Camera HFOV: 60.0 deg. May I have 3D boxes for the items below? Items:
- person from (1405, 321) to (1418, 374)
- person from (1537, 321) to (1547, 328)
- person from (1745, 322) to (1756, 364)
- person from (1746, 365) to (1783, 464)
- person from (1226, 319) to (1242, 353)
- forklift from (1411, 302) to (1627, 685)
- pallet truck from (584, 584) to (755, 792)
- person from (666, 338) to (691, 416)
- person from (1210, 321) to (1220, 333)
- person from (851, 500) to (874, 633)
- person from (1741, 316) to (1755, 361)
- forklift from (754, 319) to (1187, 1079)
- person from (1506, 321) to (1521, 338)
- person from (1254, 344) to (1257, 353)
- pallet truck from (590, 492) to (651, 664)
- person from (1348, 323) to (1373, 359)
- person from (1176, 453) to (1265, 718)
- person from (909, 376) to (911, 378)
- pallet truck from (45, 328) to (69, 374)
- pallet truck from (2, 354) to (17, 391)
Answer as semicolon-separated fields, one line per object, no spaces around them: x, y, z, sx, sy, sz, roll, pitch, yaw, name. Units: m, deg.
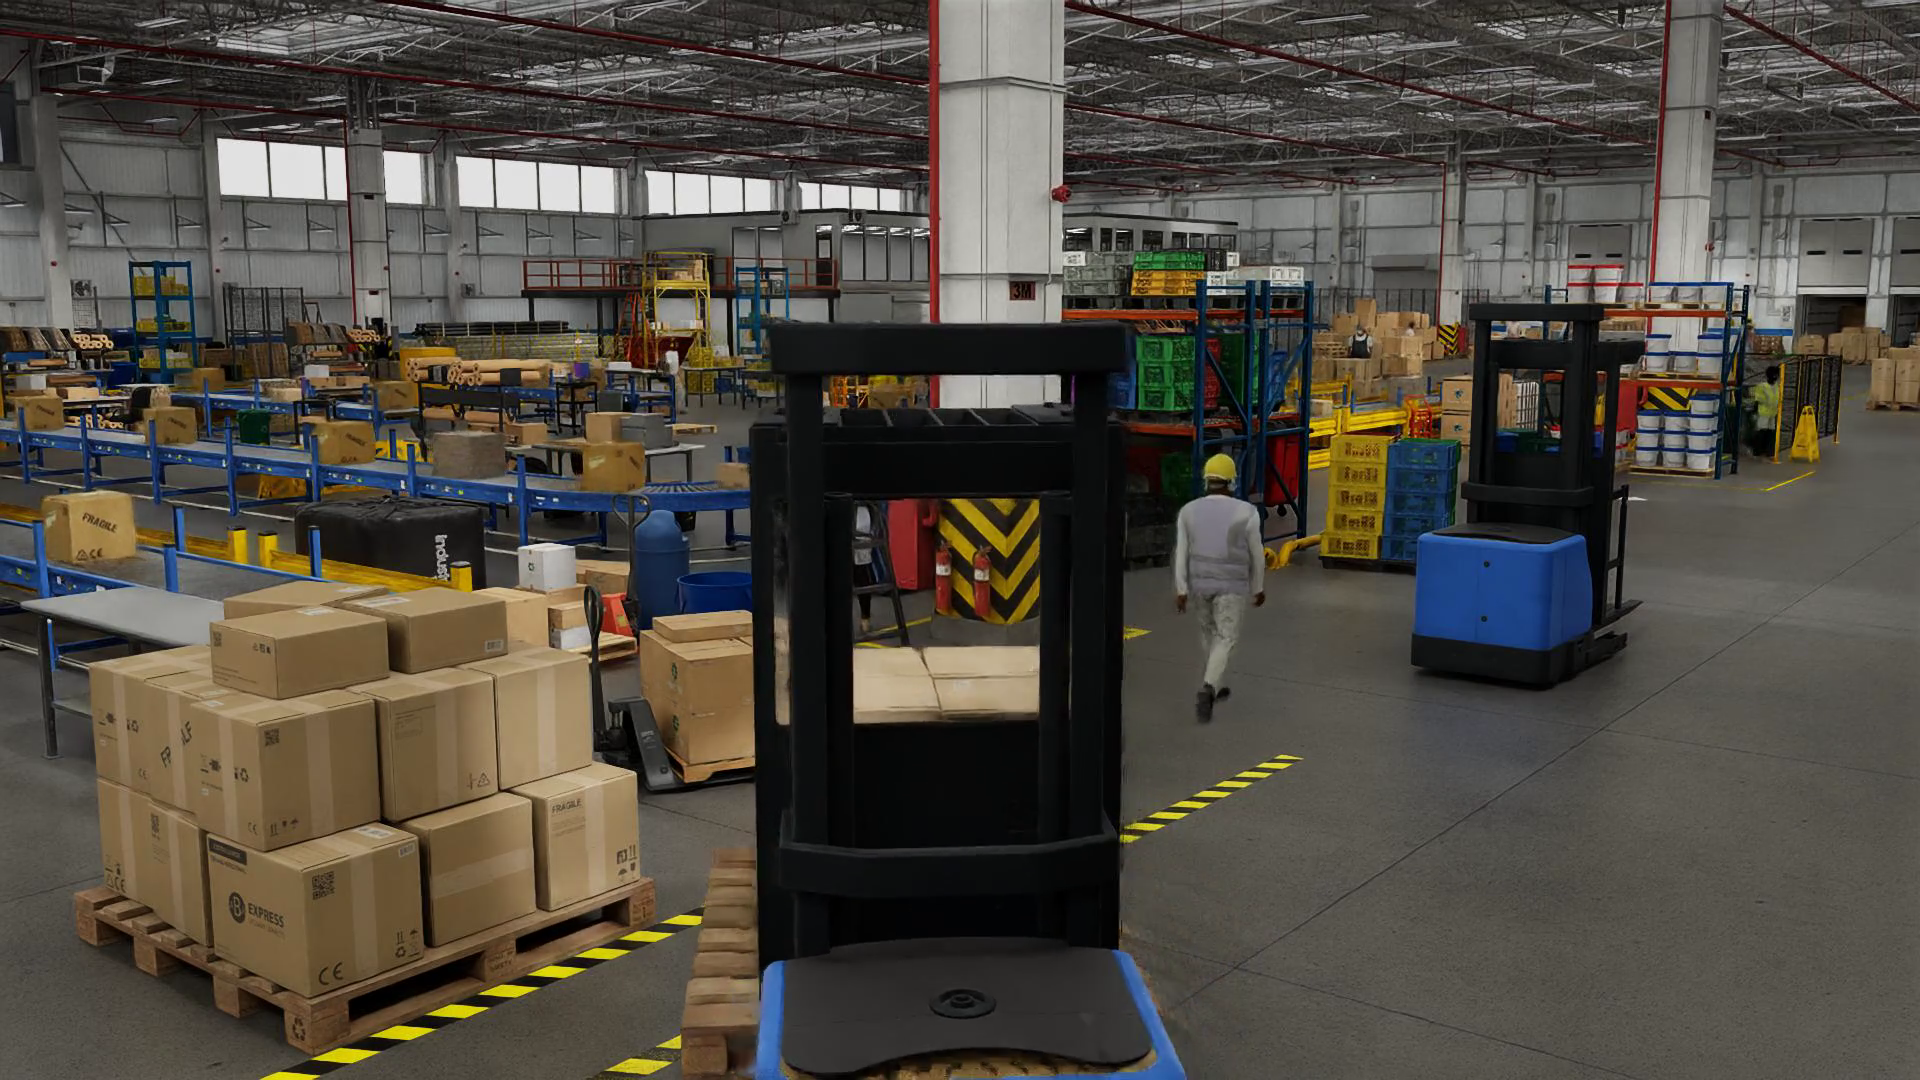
16.157;-6.945;60.040;0.931;1.904;0.630;0;8;3;person
27.334;-9.609;78.020;0.559;1.896;0.989;-6;11;-37;person
32.147;-8.040;67.920;0.736;1.740;0.531;5;10;32;person
13.723;-2.130;28.265;0.535;1.683;0.362;-3;9;-21;person
9.311;-6.507;56.657;0.614;2.018;0.919;-1;8;-5;person
4.379;-0.438;12.852;1.129;2.768;1.873;7;11;37;forklift
-1.426;0.805;10.019;1.601;1.201;0.680;-4;9;-26;pallet truck
-6.669;-3.843;39.256;0.741;1.844;0.565;4;9;23;person
9.387;-7.060;60.824;0.958;1.876;0.619;0;8;-2;person
-0.968;-0.039;14.128;0.536;1.696;0.322;-2;9;-16;person
33.742;-8.618;71.192;0.584;1.927;0.367;-7;11;-38;person
-0.038;0.780;4.642;1.129;2.768;1.873;-1;8;-5;forklift
24.788;-9.122;74.529;0.610;1.956;0.992;4;9;23;person
8.064;-4.882;46.346;1.004;1.824;0.600;-7;11;-38;person
-3.115;0.344;12.883;0.653;1.274;1.630;7;11;37;pallet truck
11.701;-5.334;48.675;0.688;2.000;0.536;3;9;19;person
1.767;0.307;11.459;0.587;1.806;0.789;5;10;31;person
-1.625;-5.968;53.899;0.327;1.760;0.524;-8;12;-43;person
-23.775;-4.544;43.495;1.885;1.965;0.823;6;10;35;pallet truck
-24.881;-4.417;42.634;1.885;1.965;0.823;8;11;41;pallet truck
